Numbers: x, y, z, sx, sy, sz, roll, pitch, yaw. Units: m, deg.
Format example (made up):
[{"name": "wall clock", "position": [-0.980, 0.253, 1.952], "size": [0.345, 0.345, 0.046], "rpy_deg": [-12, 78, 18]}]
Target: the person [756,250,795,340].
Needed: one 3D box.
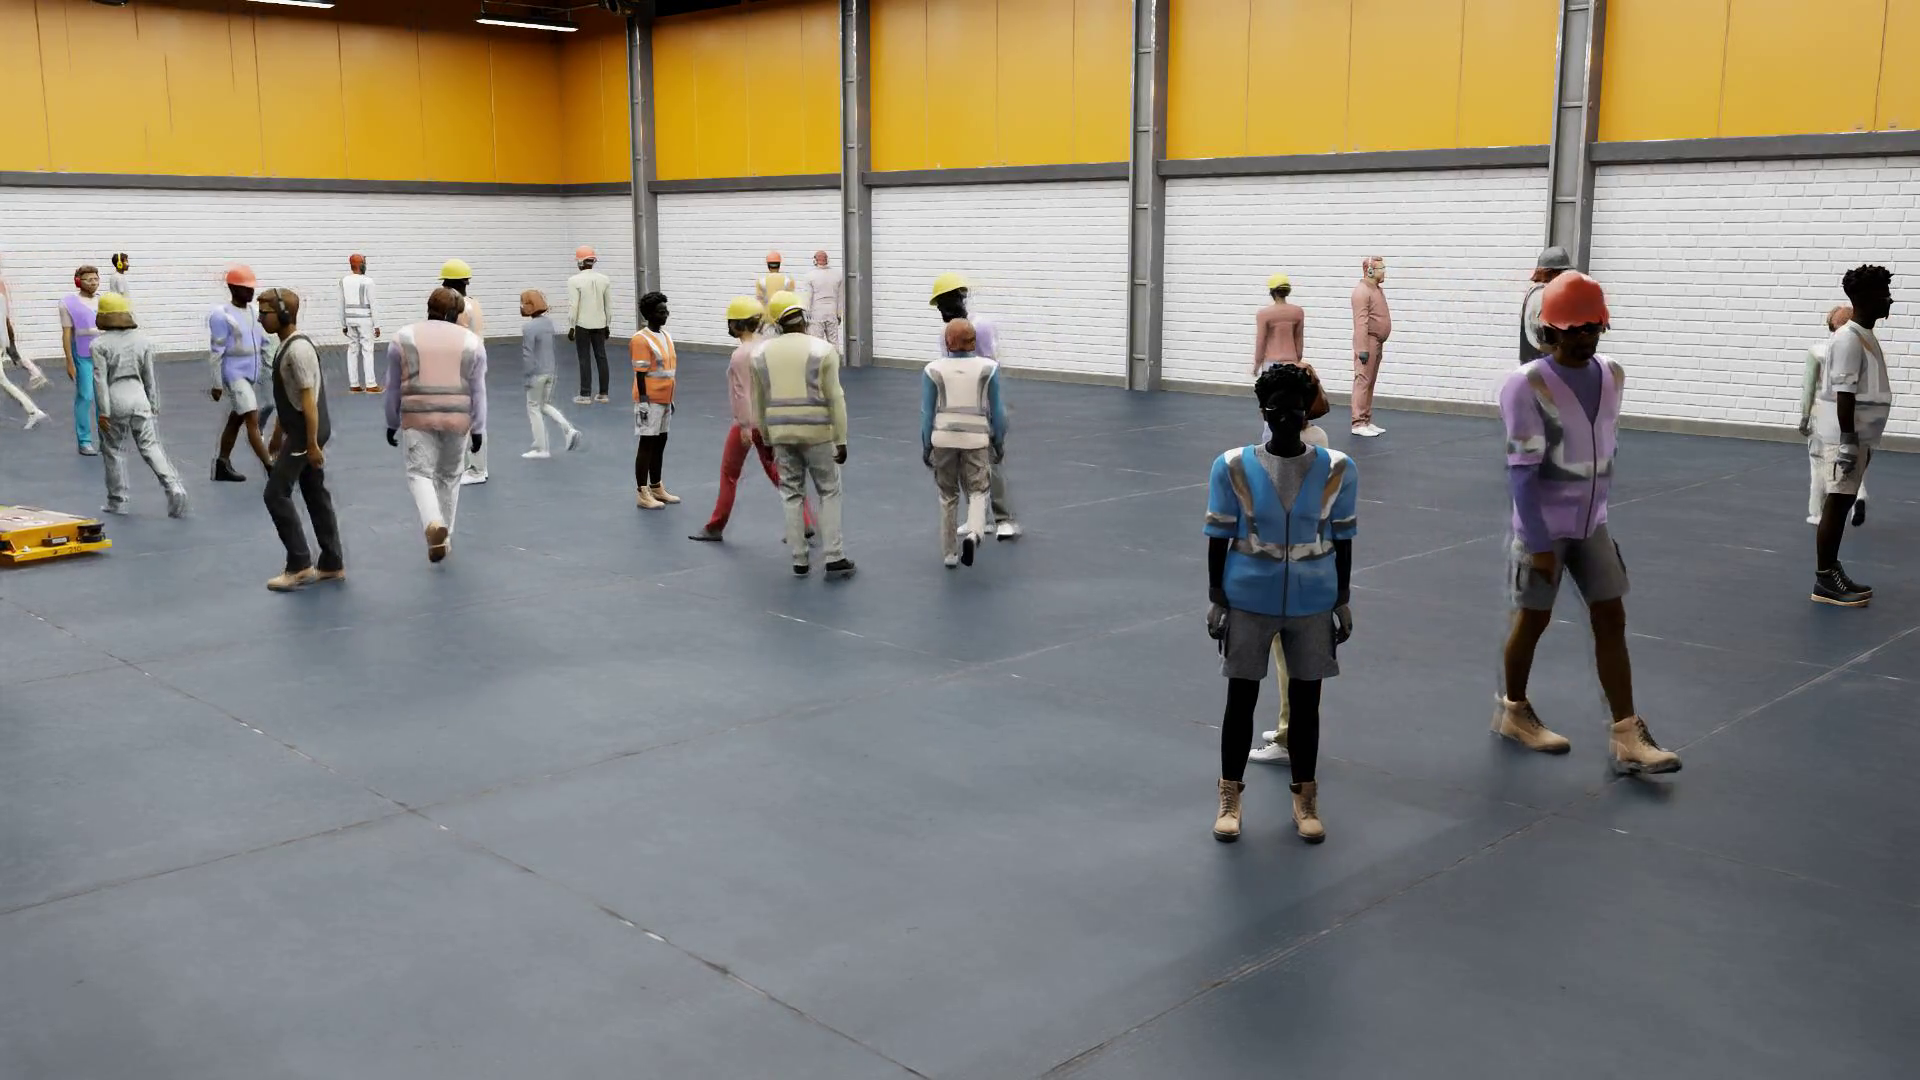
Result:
[{"name": "person", "position": [-2.553, -3.054, 23.088], "size": [0.554, 1.925, 0.398], "rpy_deg": [-1, 10, -6]}]

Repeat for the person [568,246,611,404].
[{"name": "person", "position": [-4.727, -2.737, 21.194], "size": [0.388, 1.992, 0.622], "rpy_deg": [10, 14, 43]}]

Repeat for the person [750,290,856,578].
[{"name": "person", "position": [-0.995, -0.657, 10.414], "size": [0.631, 1.795, 0.415], "rpy_deg": [3, 11, 17]}]

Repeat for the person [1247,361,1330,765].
[{"name": "person", "position": [1.331, 0.096, 6.734], "size": [0.284, 1.633, 0.497], "rpy_deg": [6, 12, 28]}]

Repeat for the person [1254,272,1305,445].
[{"name": "person", "position": [3.170, -1.774, 16.575], "size": [0.530, 1.767, 0.323], "rpy_deg": [-3, 11, -17]}]

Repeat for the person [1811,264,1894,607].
[{"name": "person", "position": [5.191, -0.609, 9.667], "size": [0.367, 1.966, 0.606], "rpy_deg": [7, 12, 33]}]

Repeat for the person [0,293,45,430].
[{"name": "person", "position": [-10.547, -2.113, 18.264], "size": [0.903, 1.833, 0.520], "rpy_deg": [0, 10, 0]}]

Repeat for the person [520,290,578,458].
[{"name": "person", "position": [-3.962, -1.576, 15.879], "size": [0.459, 1.615, 0.517], "rpy_deg": [3, 11, 17]}]

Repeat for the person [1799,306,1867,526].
[{"name": "person", "position": [6.372, -0.873, 12.040], "size": [0.522, 1.627, 0.532], "rpy_deg": [2, 11, 9]}]

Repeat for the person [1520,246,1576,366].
[{"name": "person", "position": [5.106, -1.506, 14.354], "size": [0.538, 2.000, 0.684], "rpy_deg": [2, 11, 10]}]

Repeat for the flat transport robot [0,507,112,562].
[{"name": "flat transport robot", "position": [-6.462, -0.056, 11.276], "size": [1.431, 0.197, 0.652], "rpy_deg": [7, 12, 33]}]

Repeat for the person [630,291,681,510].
[{"name": "person", "position": [-2.390, -1.095, 13.052], "size": [0.317, 1.695, 0.540], "rpy_deg": [3, 11, 15]}]

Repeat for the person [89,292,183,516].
[{"name": "person", "position": [-6.283, -1.019, 12.606], "size": [0.817, 1.713, 0.489], "rpy_deg": [7, 12, 33]}]

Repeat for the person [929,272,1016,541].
[{"name": "person", "position": [0.079, -0.934, 11.695], "size": [0.431, 1.871, 0.744], "rpy_deg": [-7, 13, -34]}]

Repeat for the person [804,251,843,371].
[{"name": "person", "position": [-2.064, -3.376, 24.941], "size": [0.639, 1.902, 0.407], "rpy_deg": [-6, 12, -29]}]

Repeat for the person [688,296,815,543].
[{"name": "person", "position": [-1.428, -0.820, 11.502], "size": [0.924, 1.722, 0.534], "rpy_deg": [4, 11, 19]}]

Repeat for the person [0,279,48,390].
[{"name": "person", "position": [-13.085, -2.976, 22.661], "size": [1.027, 1.953, 0.604], "rpy_deg": [-5, 12, -27]}]

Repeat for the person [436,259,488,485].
[{"name": "person", "position": [-4.260, -1.436, 14.279], "size": [0.373, 1.928, 0.584], "rpy_deg": [-1, 10, -6]}]

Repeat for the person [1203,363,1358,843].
[{"name": "person", "position": [1.121, 0.227, 5.843], "size": [0.541, 1.695, 0.315], "rpy_deg": [1, 10, 4]}]

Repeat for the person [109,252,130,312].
[{"name": "person", "position": [-12.791, -3.453, 25.439], "size": [0.324, 1.870, 0.533], "rpy_deg": [-8, 13, -36]}]

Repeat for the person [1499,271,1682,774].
[{"name": "person", "position": [2.448, -0.042, 6.516], "size": [0.643, 1.989, 0.970], "rpy_deg": [-5, 11, -24]}]

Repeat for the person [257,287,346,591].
[{"name": "person", "position": [-4.046, -0.603, 10.035], "size": [0.610, 1.824, 0.536], "rpy_deg": [-4, 11, -22]}]

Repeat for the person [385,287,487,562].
[{"name": "person", "position": [-3.404, -0.746, 10.883], "size": [0.642, 1.801, 0.769], "rpy_deg": [-5, 11, -23]}]

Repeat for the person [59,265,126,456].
[{"name": "person", "position": [-8.493, -1.756, 16.259], "size": [0.374, 1.842, 0.569], "rpy_deg": [5, 12, 26]}]

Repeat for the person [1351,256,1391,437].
[{"name": "person", "position": [4.399, -2.072, 17.799], "size": [0.411, 1.913, 0.643], "rpy_deg": [5, 12, 26]}]

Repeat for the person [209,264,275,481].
[{"name": "person", "position": [-6.102, -1.405, 14.261], "size": [0.975, 1.880, 0.554], "rpy_deg": [2, 11, 13]}]

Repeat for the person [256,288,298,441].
[{"name": "person", "position": [-6.796, -1.689, 16.500], "size": [0.572, 1.615, 0.514], "rpy_deg": [9, 14, 41]}]

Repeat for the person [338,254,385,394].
[{"name": "person", "position": [-8.071, -2.900, 22.384], "size": [0.584, 1.882, 0.337], "rpy_deg": [3, 11, 17]}]

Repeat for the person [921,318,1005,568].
[{"name": "person", "position": [0.016, -0.591, 10.506], "size": [0.546, 1.617, 0.549], "rpy_deg": [1, 10, 3]}]
